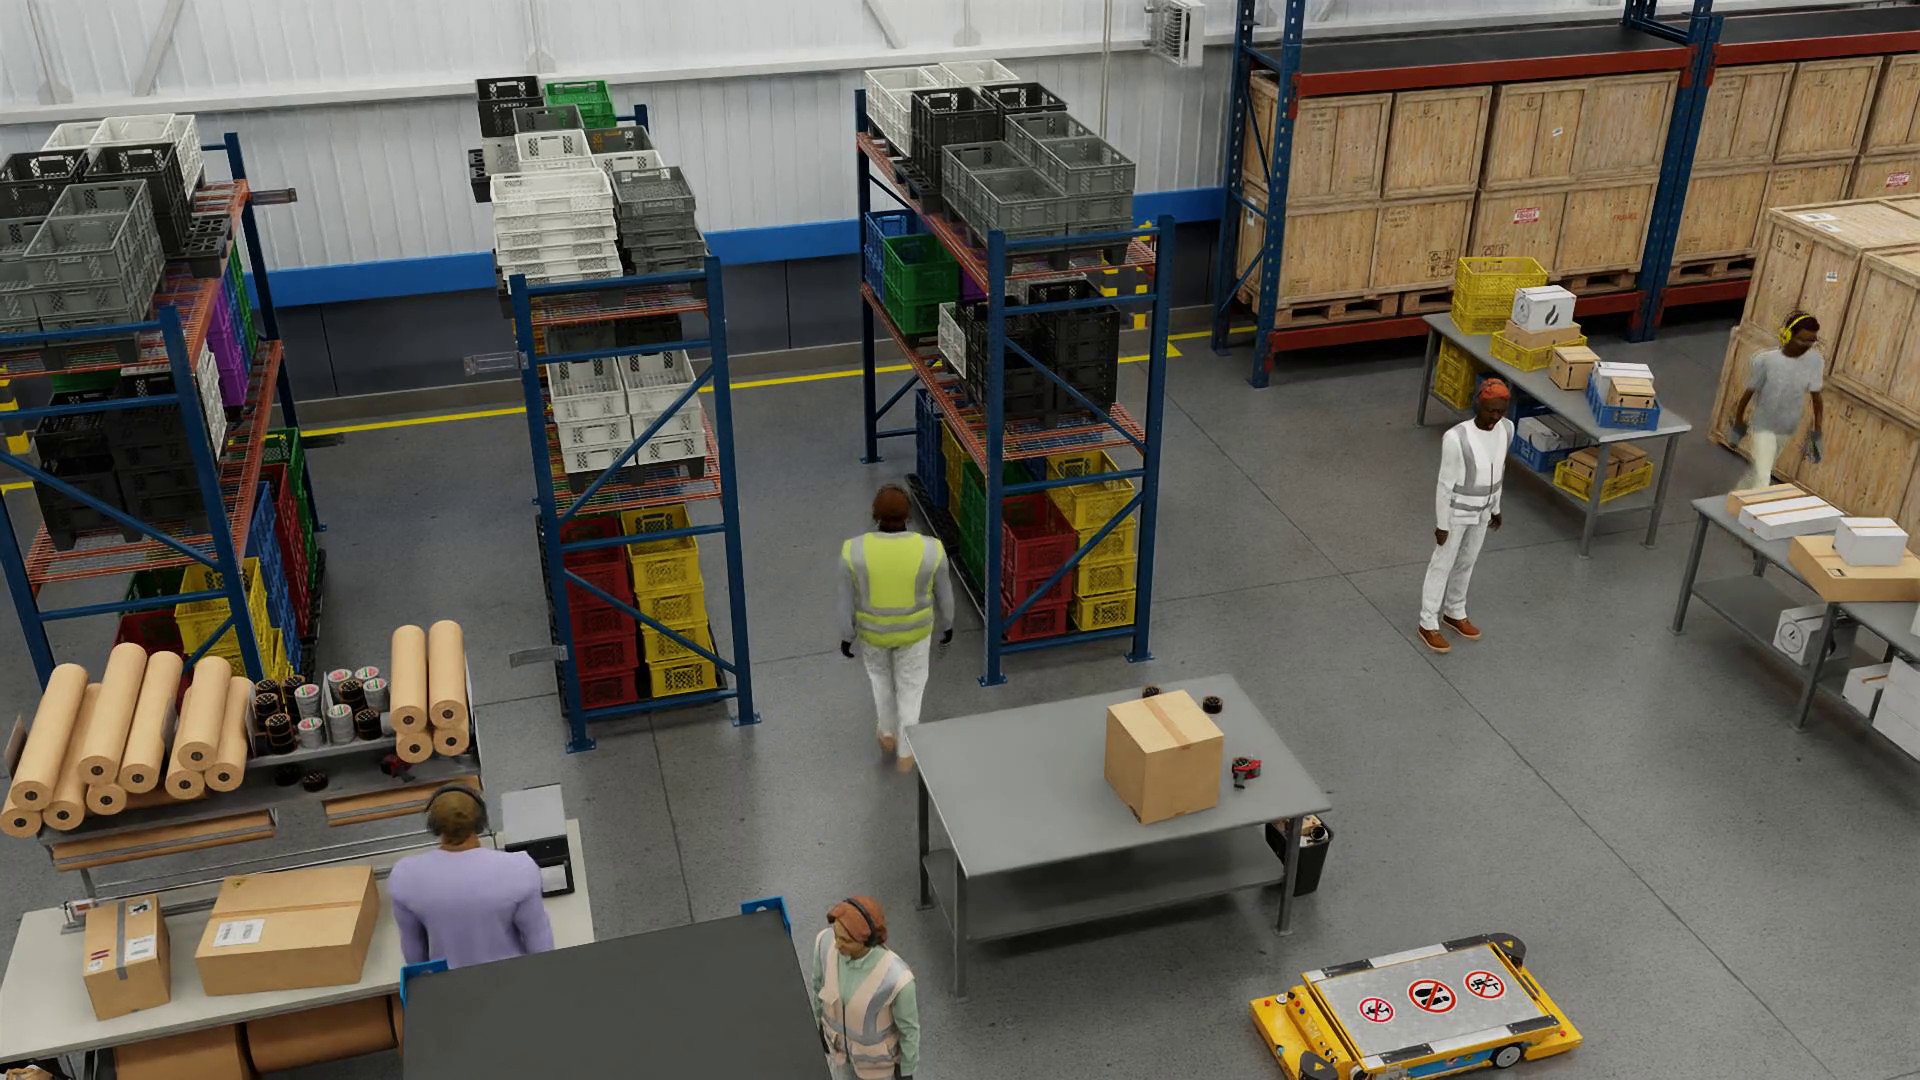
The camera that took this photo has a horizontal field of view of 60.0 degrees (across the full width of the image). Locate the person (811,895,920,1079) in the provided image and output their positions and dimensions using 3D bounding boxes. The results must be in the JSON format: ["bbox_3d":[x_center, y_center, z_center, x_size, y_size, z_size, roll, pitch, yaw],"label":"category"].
[{"bbox_3d":[-0.391,2.115,6.873,0.523,1.638,0.310,19,34,31],"label":"person"}]

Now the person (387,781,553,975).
[{"bbox_3d":[-2.026,1.850,7.059,0.628,1.931,0.369,0,29,-1],"label":"person"}]

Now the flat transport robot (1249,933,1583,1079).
[{"bbox_3d":[2.184,2.282,7.980,1.431,0.197,0.652,-8,30,-14],"label":"flat transport robot"}]

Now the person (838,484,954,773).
[{"bbox_3d":[-0.370,0.496,9.631,0.657,1.834,0.499,-1,29,-2],"label":"person"}]

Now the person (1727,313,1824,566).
[{"bbox_3d":[5.867,-0.744,11.919,0.489,1.796,1.032,-3,29,-5],"label":"person"}]

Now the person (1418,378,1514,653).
[{"bbox_3d":[3.296,-0.172,10.784,0.573,1.884,0.359,-16,32,-26],"label":"person"}]
